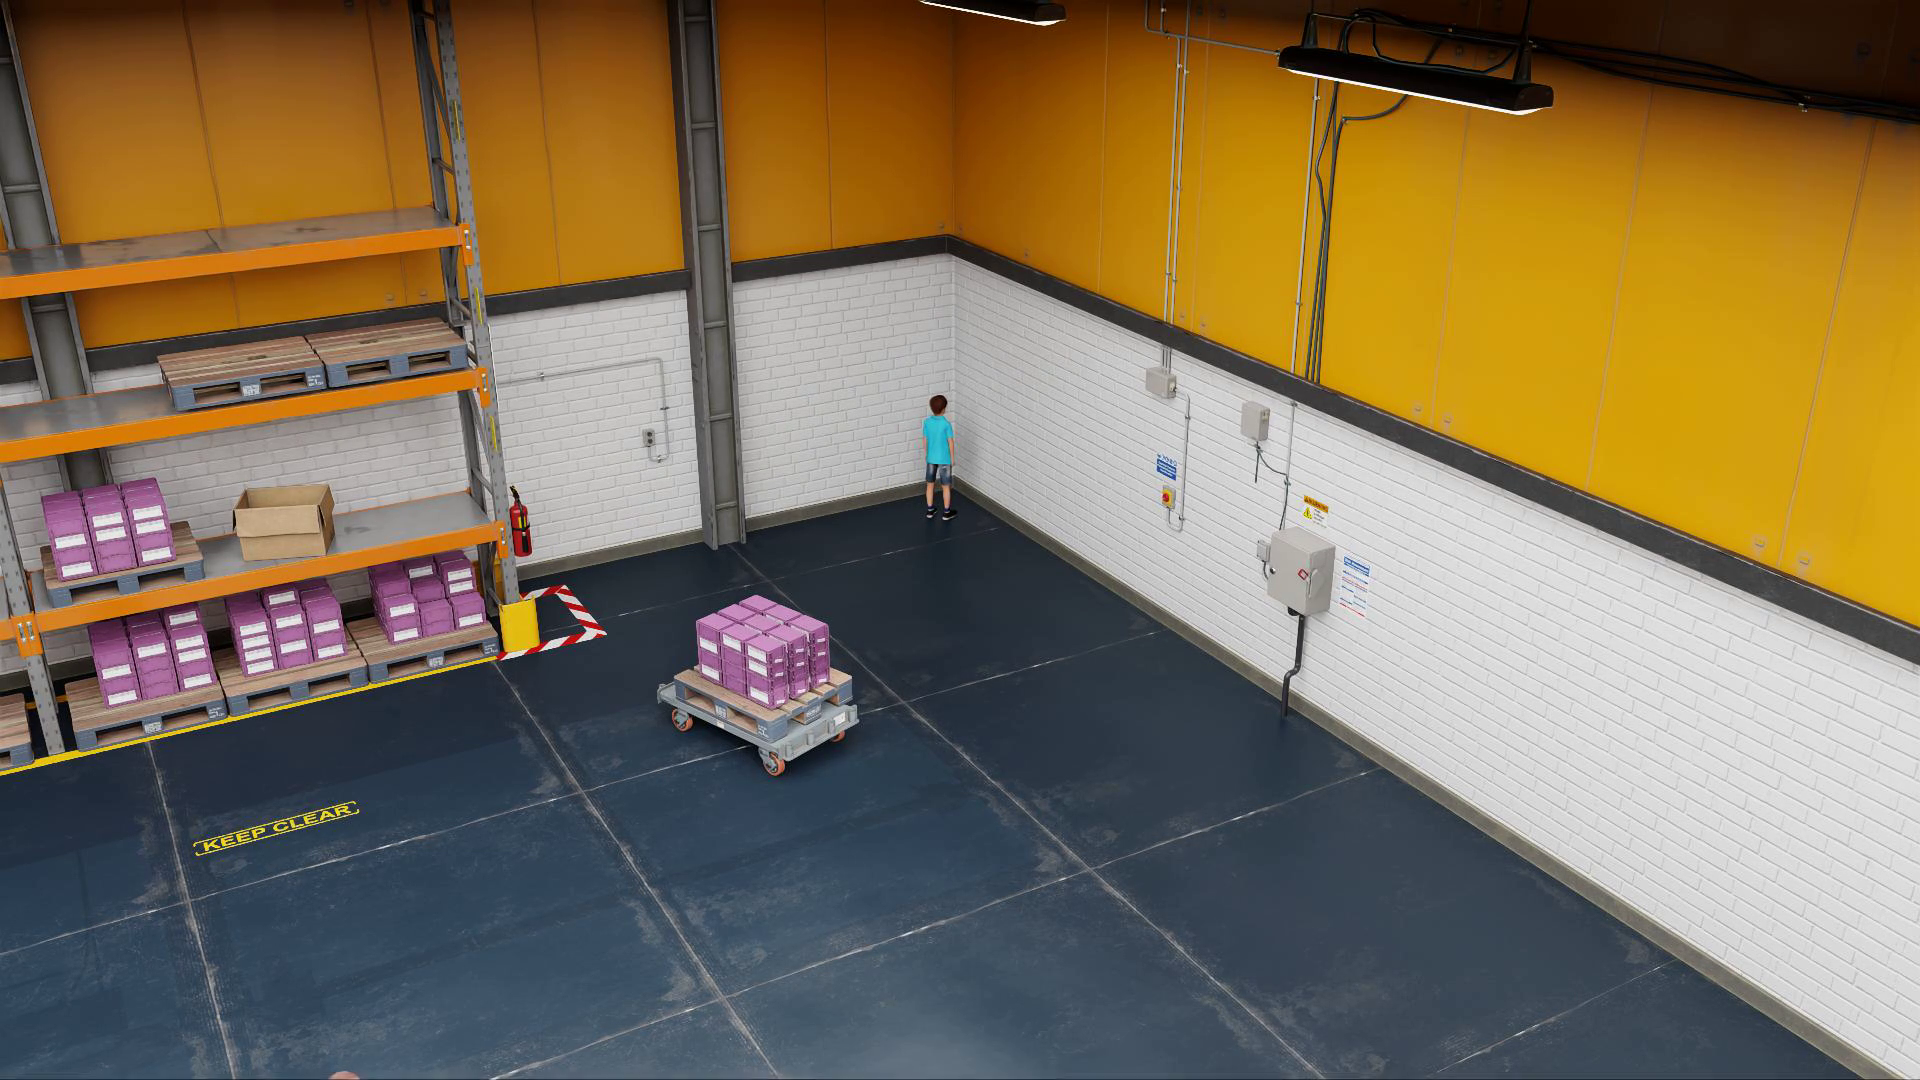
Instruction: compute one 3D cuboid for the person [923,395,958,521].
[{"bbox_3d":[-0.241,-0.939,18.731,0.598,1.449,0.634,11,26,23],"label":"person"}]
